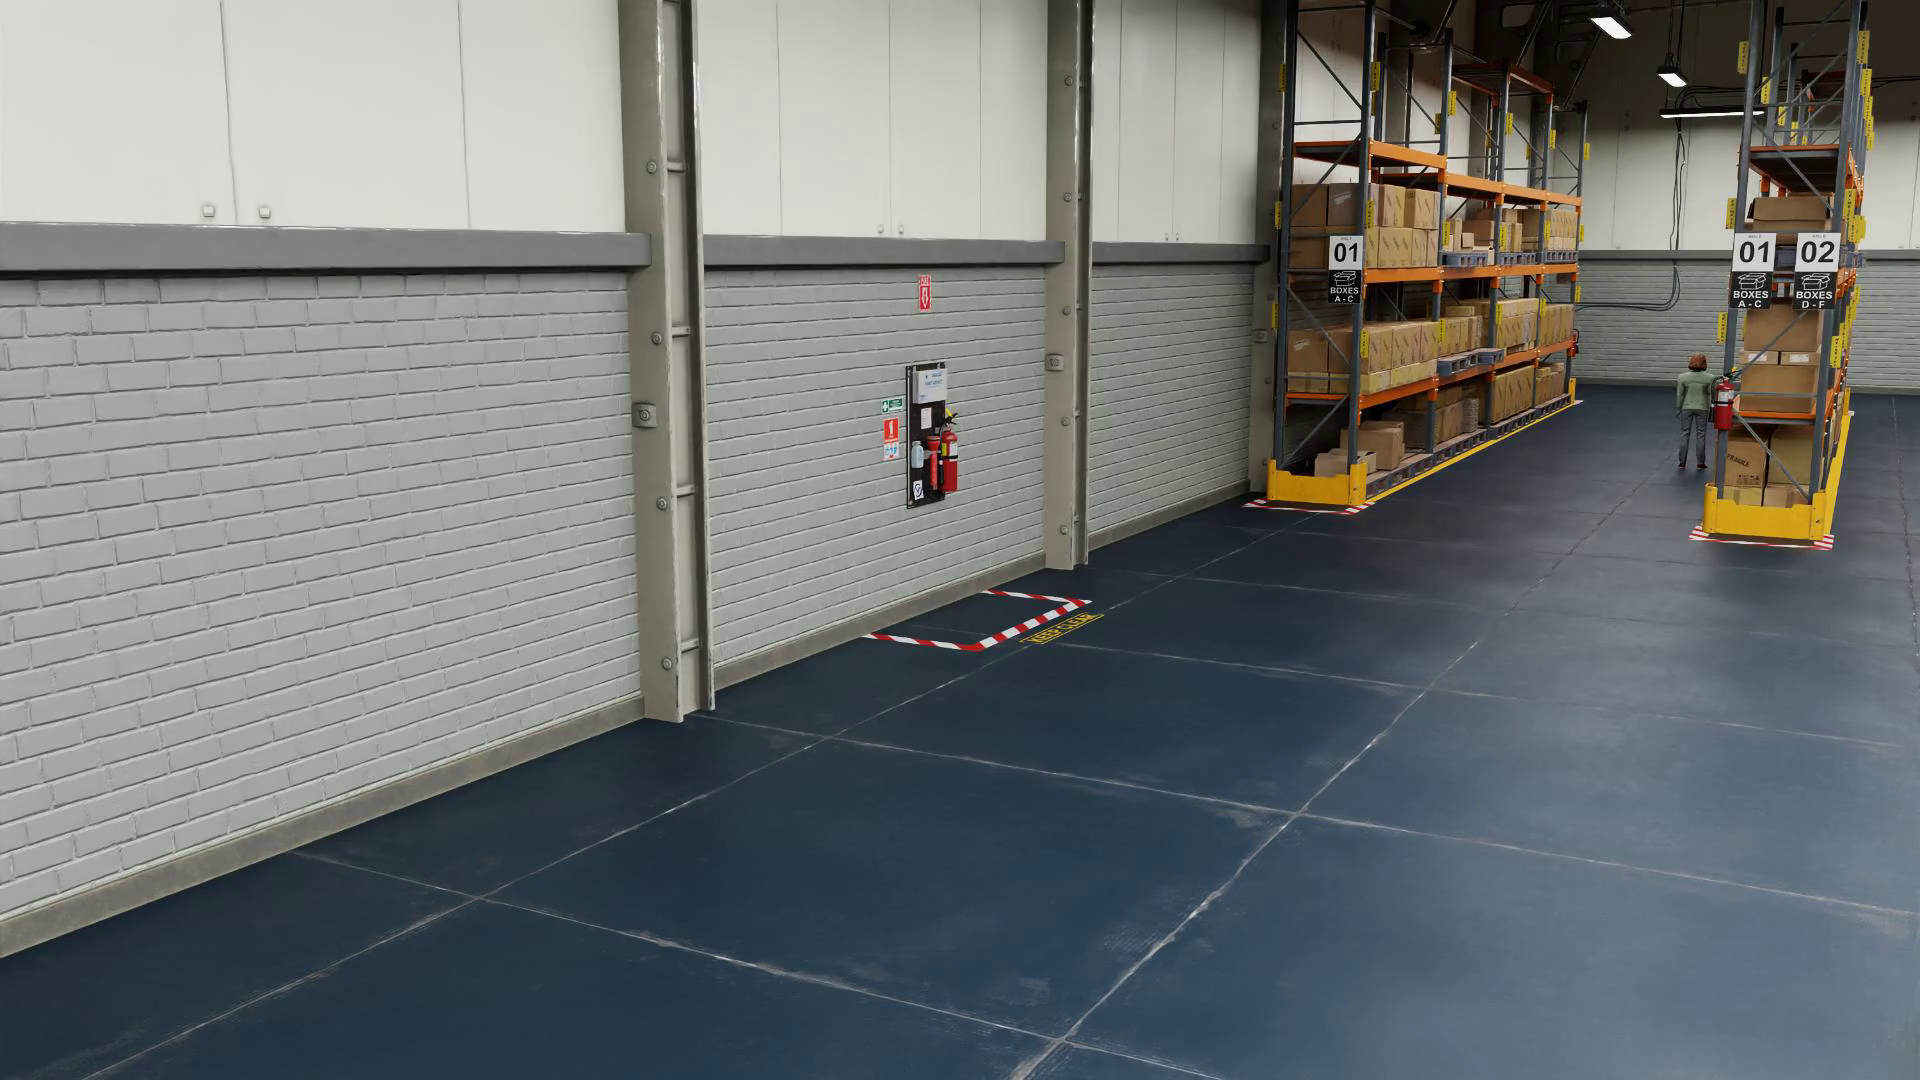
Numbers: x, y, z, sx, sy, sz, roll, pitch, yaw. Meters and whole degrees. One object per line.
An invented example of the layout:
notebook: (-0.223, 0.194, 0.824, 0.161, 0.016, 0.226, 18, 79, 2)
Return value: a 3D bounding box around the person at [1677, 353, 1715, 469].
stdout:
person: (10.363, -1.814, 23.450, 0.497, 1.633, 0.283, 6, 11, 31)
